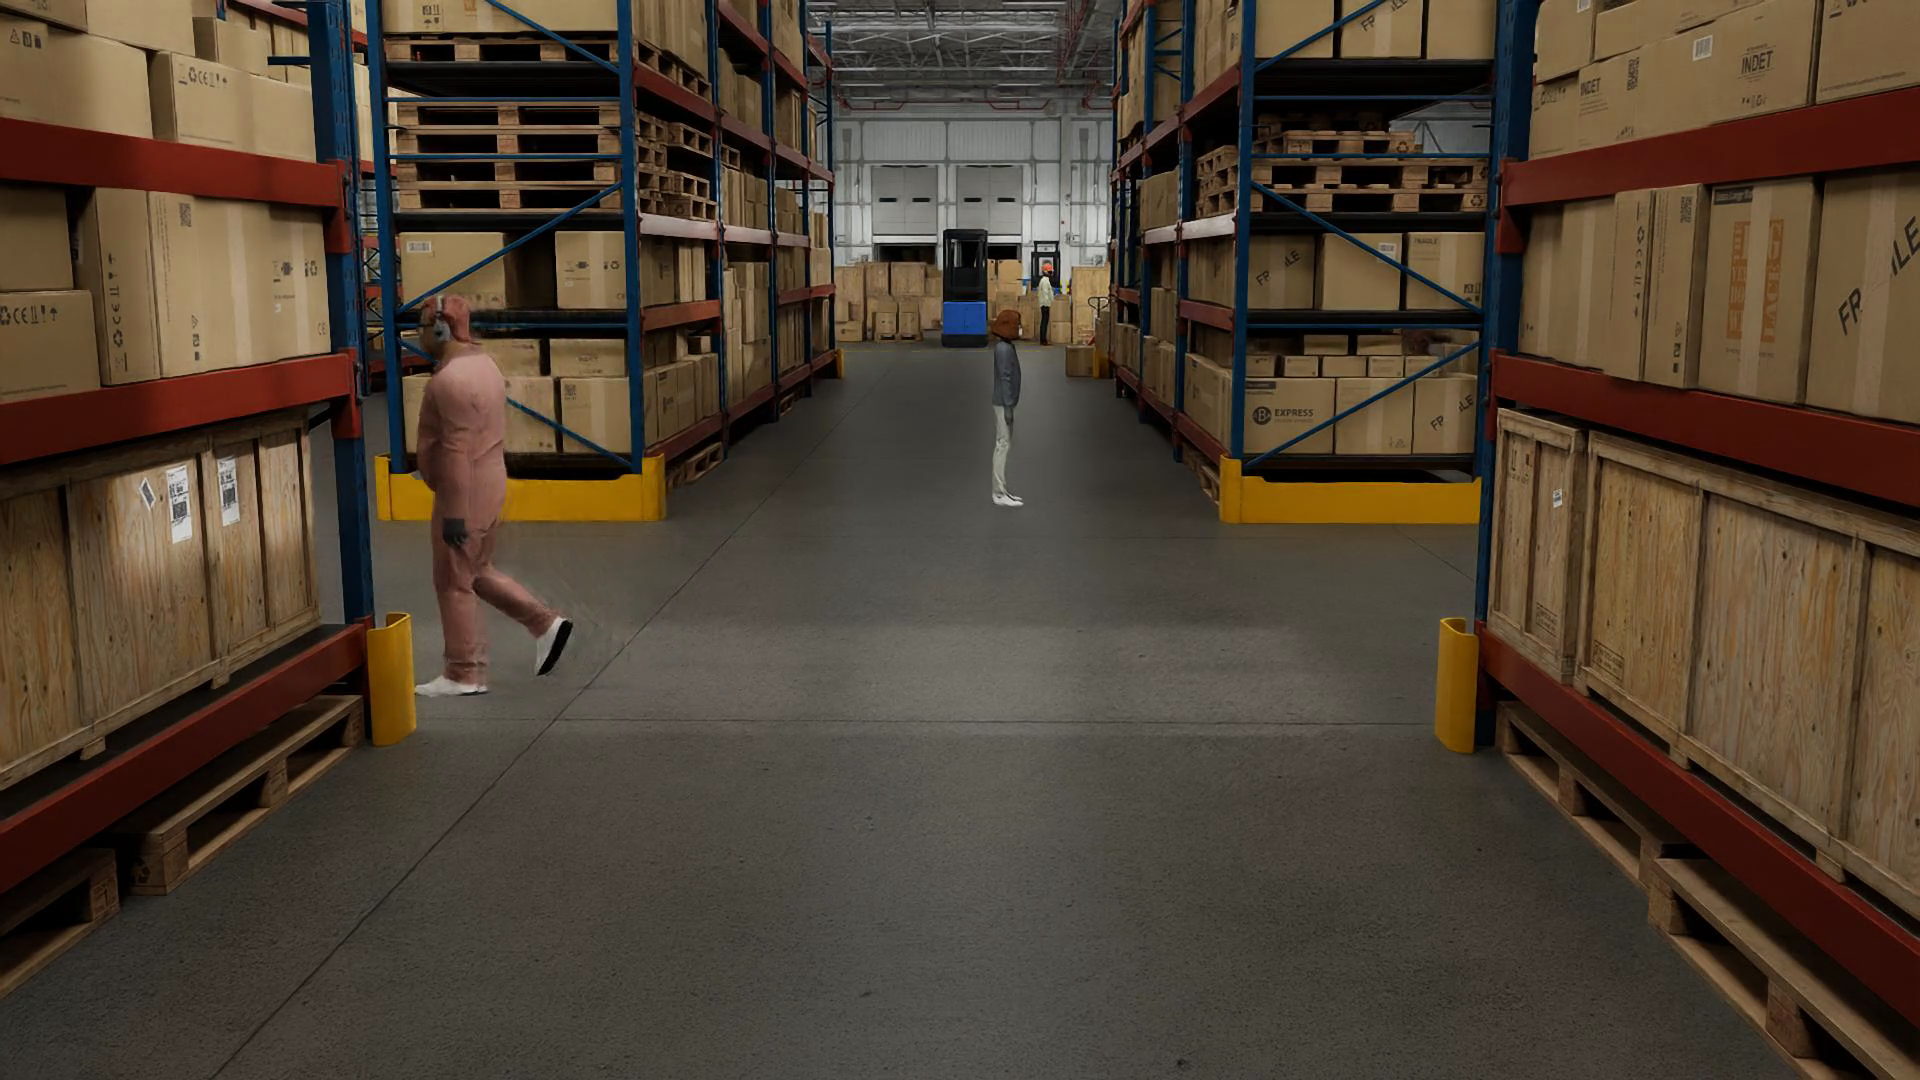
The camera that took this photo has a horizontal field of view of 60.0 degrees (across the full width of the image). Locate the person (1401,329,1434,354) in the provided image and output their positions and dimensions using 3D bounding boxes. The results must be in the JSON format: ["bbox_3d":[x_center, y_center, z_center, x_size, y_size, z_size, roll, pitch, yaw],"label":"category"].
[{"bbox_3d":[7.178,-3.267,26.111,0.689,1.886,0.417,-4,10,-22],"label":"person"}]

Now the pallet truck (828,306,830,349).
[{"bbox_3d":[-3.100,-3.940,29.800,1.885,1.965,0.823,3,10,19],"label":"pallet truck"}]

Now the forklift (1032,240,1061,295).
[{"bbox_3d":[3.172,-9.648,61.356,1.129,2.768,1.873,0,9,1],"label":"forklift"}]

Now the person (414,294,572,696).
[{"bbox_3d":[-2.226,-0.198,7.744,0.635,1.887,0.643,0,9,0],"label":"person"}]

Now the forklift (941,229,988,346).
[{"bbox_3d":[0.124,-6.117,40.203,1.129,2.768,1.873,0,9,1],"label":"forklift"}]

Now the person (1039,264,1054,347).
[{"bbox_3d":[2.082,-5.644,40.013,0.387,1.992,0.625,0,9,1],"label":"person"}]

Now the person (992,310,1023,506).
[{"bbox_3d":[0.396,-1.101,13.886,0.269,1.632,0.509,0,9,1],"label":"person"}]
